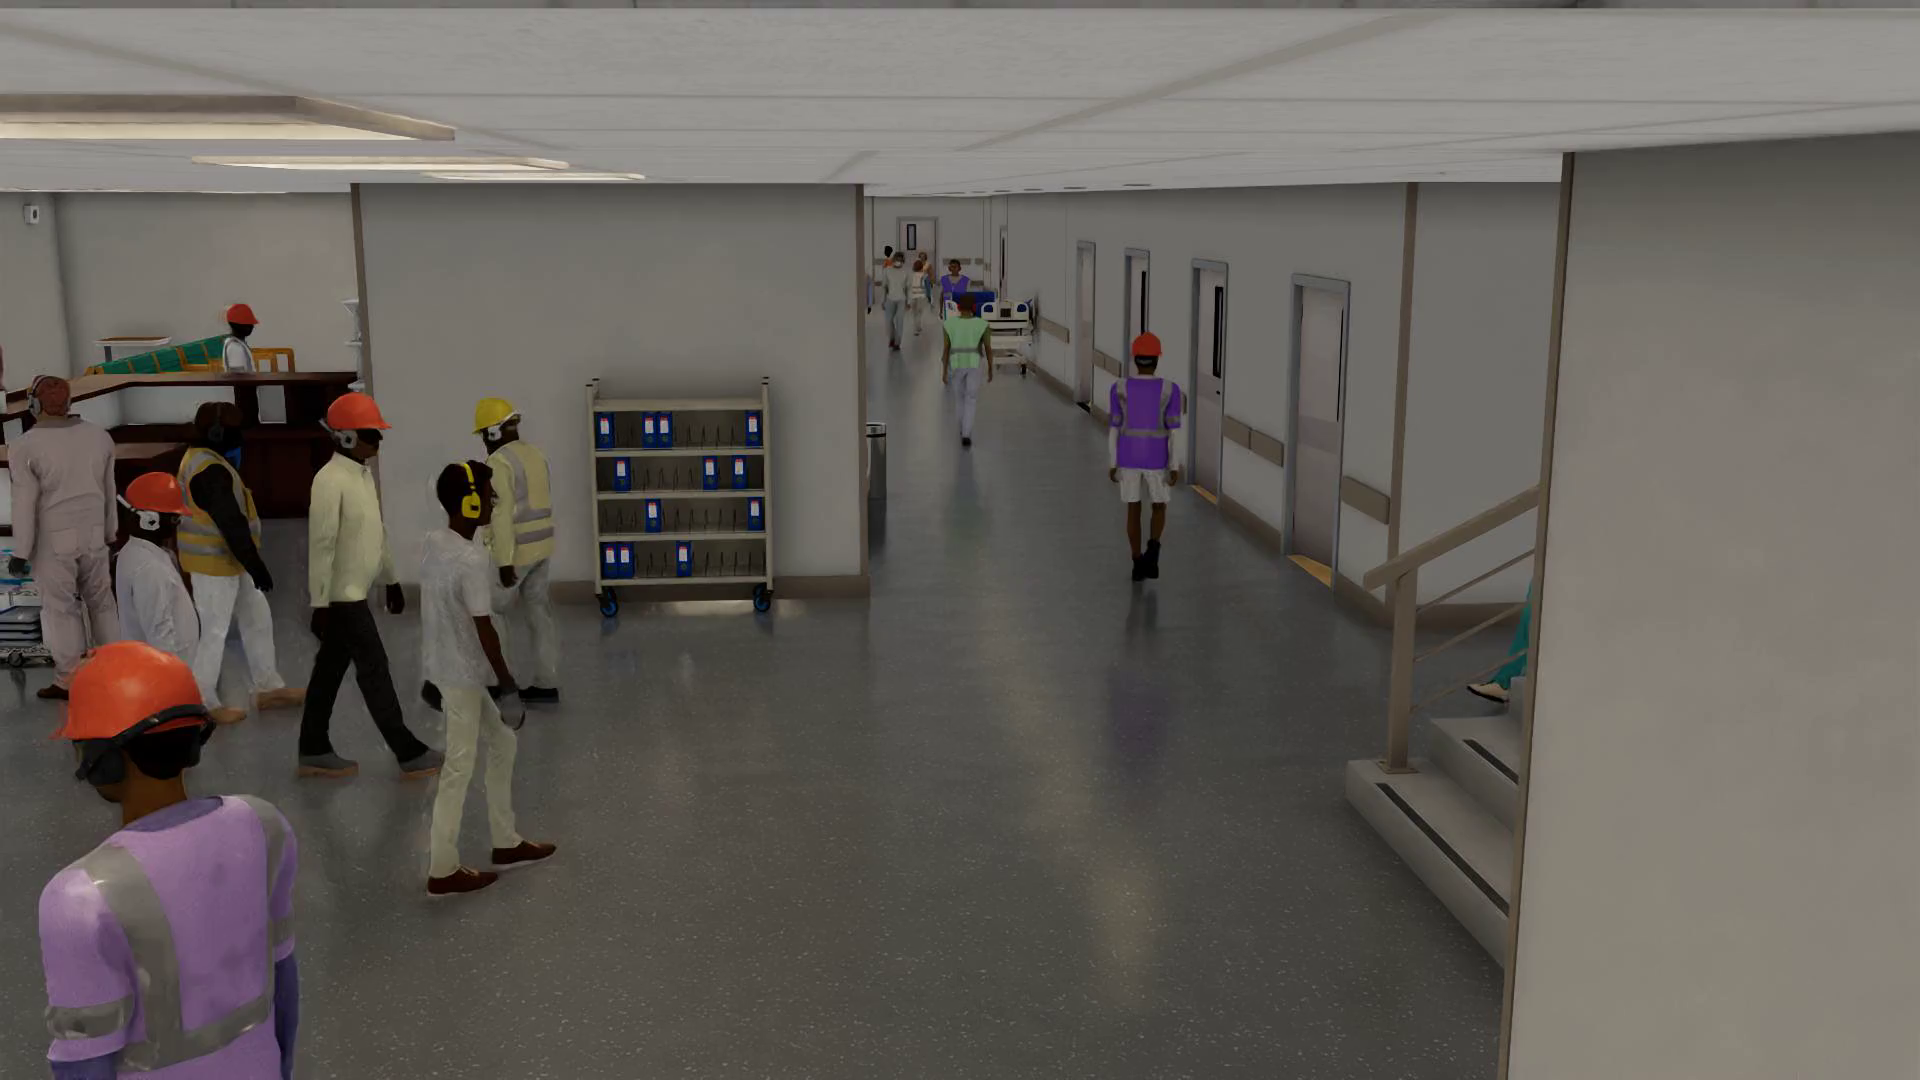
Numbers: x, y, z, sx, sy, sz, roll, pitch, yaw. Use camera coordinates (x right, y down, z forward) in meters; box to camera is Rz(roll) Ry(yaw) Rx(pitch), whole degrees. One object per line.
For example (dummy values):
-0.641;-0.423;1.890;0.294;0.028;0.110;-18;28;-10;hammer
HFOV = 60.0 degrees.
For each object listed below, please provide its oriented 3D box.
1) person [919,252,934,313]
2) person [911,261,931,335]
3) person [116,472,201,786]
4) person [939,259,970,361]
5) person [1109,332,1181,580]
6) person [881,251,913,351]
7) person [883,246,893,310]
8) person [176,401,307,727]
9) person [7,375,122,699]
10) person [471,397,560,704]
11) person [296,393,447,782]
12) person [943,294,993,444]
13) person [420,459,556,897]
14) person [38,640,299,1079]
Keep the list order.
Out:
-0.885;-6.504;42.201;0.522;1.619;0.699;5;13;22;person
-0.889;-5.283;36.279;0.529;1.590;0.864;4;12;21;person
-3.486;0.567;7.312;0.333;1.745;0.559;-7;14;-31;person
-0.094;-4.175;30.256;0.566;1.844;0.401;2;12;11;person
1.394;-0.611;12.636;0.551;1.920;0.542;2;12;11;person
-1.219;-4.653;32.383;0.634;1.921;0.467;2;12;9;person
-1.907;-7.007;44.447;0.318;1.697;0.535;-1;12;-6;person
-3.997;0.130;9.282;0.775;1.810;0.637;-5;13;-22;person
-5.268;-0.010;9.761;0.401;1.906;0.685;6;13;25;person
-2.603;0.072;9.644;0.603;1.785;0.629;3;12;16;person
-2.961;0.249;8.322;0.937;1.960;0.654;-1;12;-6;person
0.095;-2.073;20.126;0.588;1.795;0.992;1;12;6;person
-1.973;0.575;7.018;0.741;1.844;0.565;-7;14;-32;person
-1.647;1.212;3.488;0.433;2.028;0.638;4;12;19;person
